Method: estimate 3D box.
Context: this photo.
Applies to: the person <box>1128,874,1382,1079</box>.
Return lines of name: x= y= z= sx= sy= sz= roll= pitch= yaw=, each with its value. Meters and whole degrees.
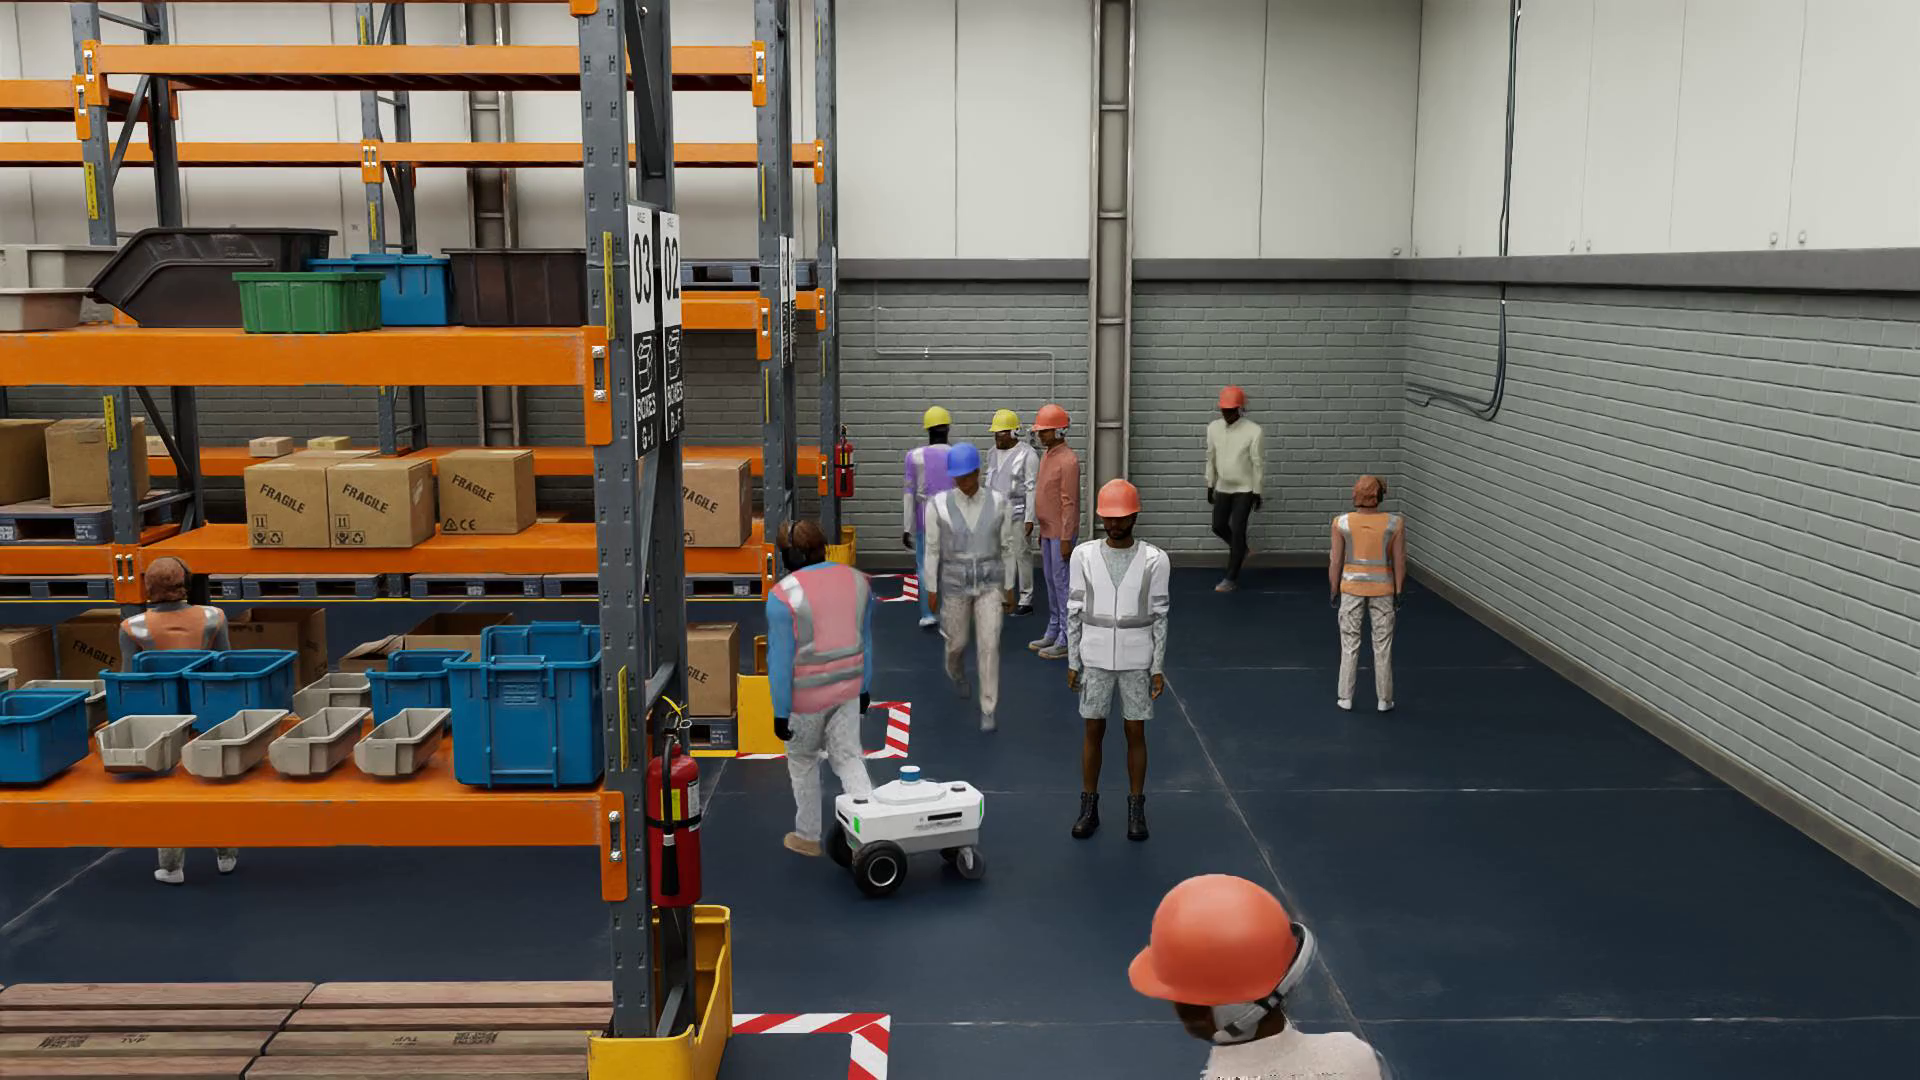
person: x=0.558 y=1.556 z=3.127 sx=0.684 sy=1.955 sz=0.635 roll=-6 pitch=11 yaw=-34

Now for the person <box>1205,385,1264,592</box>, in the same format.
person: x=2.627 y=-0.503 z=15.753 sx=0.634 sy=1.962 sz=0.749 roll=8 pitch=12 yaw=39

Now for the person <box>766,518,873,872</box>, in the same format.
person: x=-0.654 y=0.792 z=8.351 sx=0.639 sy=1.800 sz=0.810 roll=-7 pitch=12 yaw=-38

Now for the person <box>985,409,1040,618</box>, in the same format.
person: x=0.434 y=-0.235 z=14.559 sx=0.404 sy=1.820 sz=0.597 roll=-9 pitch=13 yaw=-43

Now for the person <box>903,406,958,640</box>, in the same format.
person: x=-0.184 y=-0.156 z=13.786 sx=0.612 sy=1.899 sz=0.734 roll=-1 pitch=9 yaw=-9

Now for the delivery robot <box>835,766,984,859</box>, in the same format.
delivery robot: x=-0.247 y=1.369 z=8.286 sx=0.707 sy=0.478 sz=0.477 roll=-4 pitch=10 yaw=-21

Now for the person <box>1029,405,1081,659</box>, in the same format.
person: x=0.741 y=-0.070 z=13.034 sx=0.405 sy=1.986 sz=0.612 roll=-3 pitch=10 yaw=-15

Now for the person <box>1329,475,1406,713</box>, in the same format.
person: x=2.782 y=0.373 z=11.375 sx=0.513 sy=1.638 sz=0.313 roll=3 pitch=10 yaw=15

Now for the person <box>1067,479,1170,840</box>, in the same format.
person: x=0.834 y=0.635 z=8.848 sx=0.545 sy=1.938 sz=0.358 roll=2 pitch=9 yaw=10

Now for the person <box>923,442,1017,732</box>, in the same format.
person: x=0.063 y=0.280 z=11.116 sx=0.642 sy=1.916 sz=0.731 roll=-1 pitch=9 yaw=-7

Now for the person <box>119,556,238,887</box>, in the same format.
person: x=-3.840 y=0.890 z=8.206 sx=0.514 sy=1.637 sz=0.314 roll=-7 pitch=11 yaw=-36
